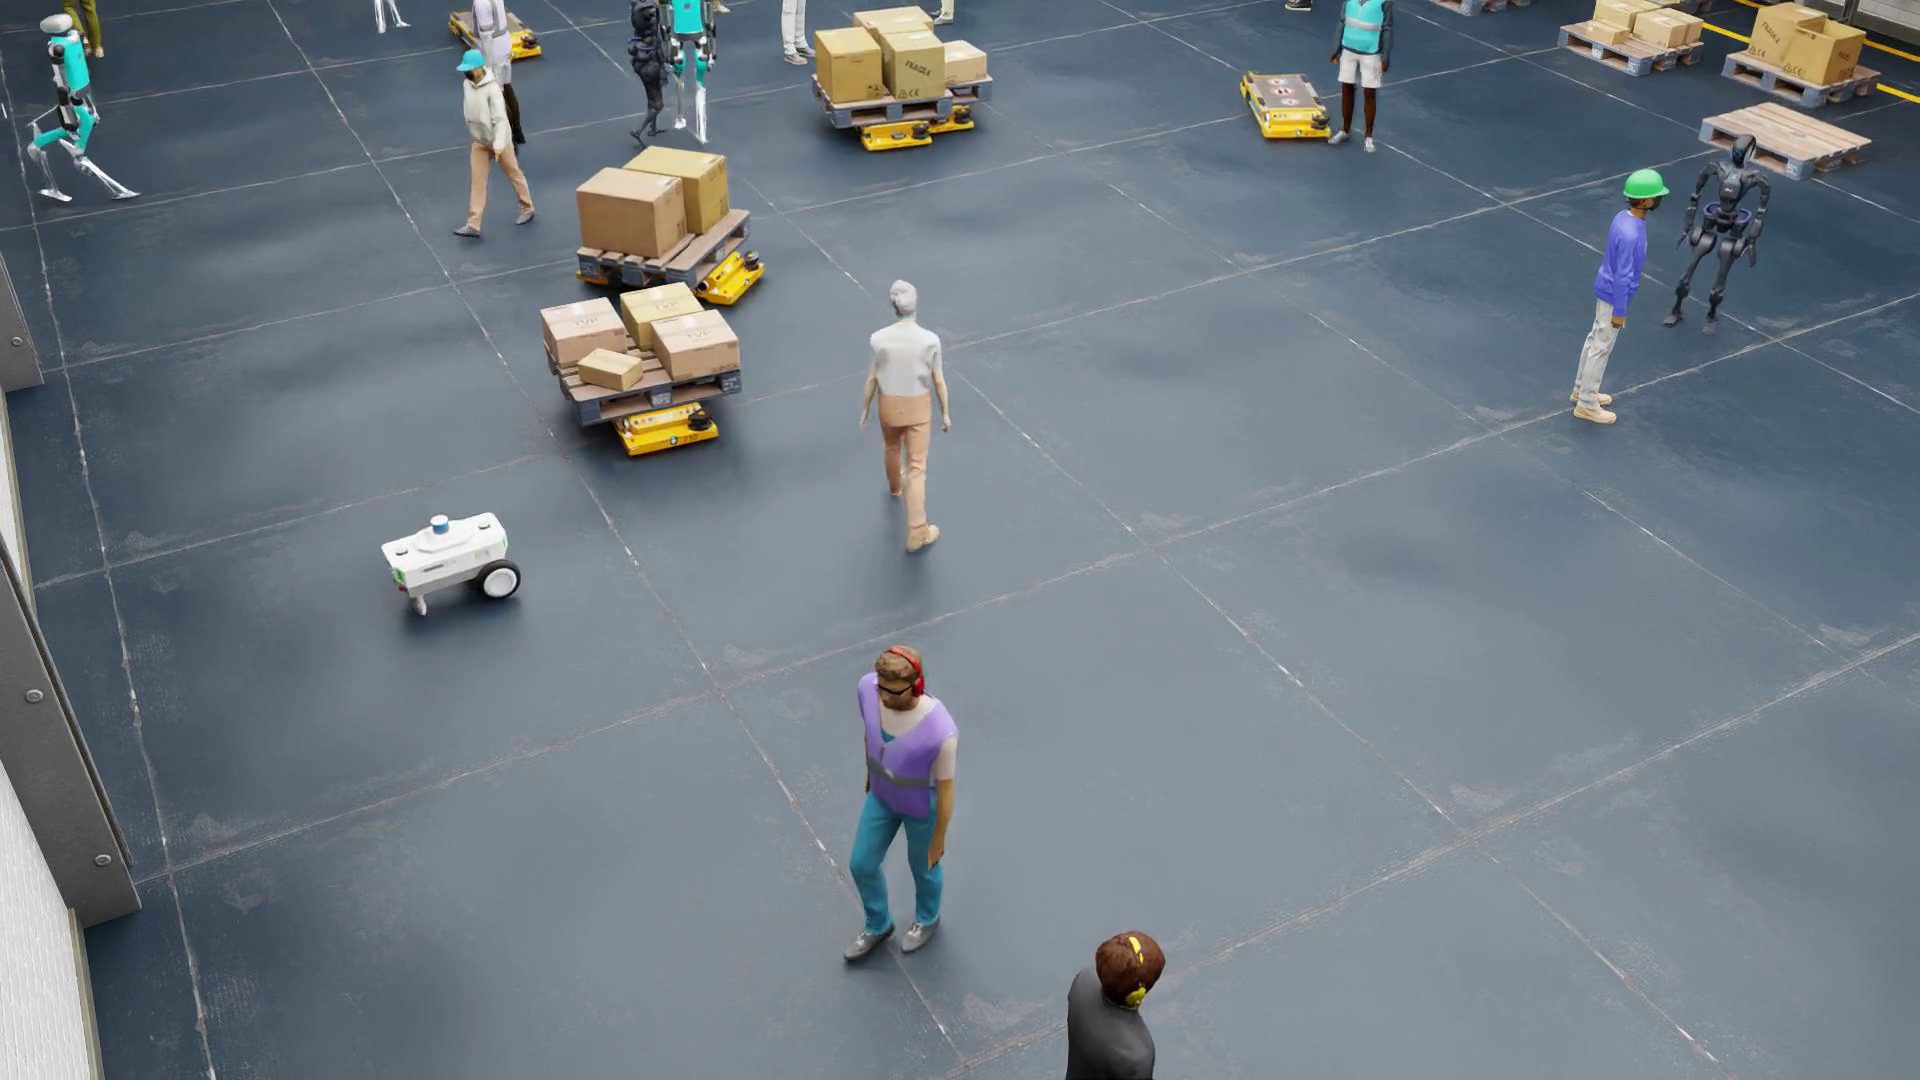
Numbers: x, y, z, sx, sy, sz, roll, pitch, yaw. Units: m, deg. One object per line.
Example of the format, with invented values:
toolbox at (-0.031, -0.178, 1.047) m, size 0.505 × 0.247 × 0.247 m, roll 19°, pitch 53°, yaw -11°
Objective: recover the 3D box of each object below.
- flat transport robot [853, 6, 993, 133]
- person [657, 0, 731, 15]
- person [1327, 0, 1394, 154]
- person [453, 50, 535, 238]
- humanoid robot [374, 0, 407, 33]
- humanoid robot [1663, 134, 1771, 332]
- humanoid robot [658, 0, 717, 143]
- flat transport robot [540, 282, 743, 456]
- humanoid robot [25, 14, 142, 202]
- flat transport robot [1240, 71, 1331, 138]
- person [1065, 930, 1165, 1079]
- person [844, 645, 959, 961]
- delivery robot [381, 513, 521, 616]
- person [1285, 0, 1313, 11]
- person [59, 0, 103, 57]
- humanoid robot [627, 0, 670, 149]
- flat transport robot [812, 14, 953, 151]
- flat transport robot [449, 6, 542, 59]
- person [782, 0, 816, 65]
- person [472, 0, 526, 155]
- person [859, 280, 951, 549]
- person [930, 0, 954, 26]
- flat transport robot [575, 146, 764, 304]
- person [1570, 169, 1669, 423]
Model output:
flat transport robot at (-0.401, -4.539, 17.196) m, size 0.659 × 0.231 × 1.431 m, roll -11°, pitch 37°, yaw -16°
person at (-3.224, -7.009, 19.514) m, size 0.881 × 1.648 × 0.528 m, roll 12°, pitch 37°, yaw 16°
person at (3.909, -4.719, 16.015) m, size 0.646 × 1.923 × 0.444 m, roll 26°, pitch 42°, yaw 32°
person at (-4.101, -3.428, 14.420) m, size 0.494 × 1.630 × 0.861 m, roll 17°, pitch 38°, yaw 22°
humanoid robot at (-6.607, -6.744, 19.061) m, size 0.591 × 1.767 × 0.717 m, roll -26°, pitch 43°, yaw -32°
humanoid robot at (5.909, -2.385, 12.908) m, size 0.612 × 1.642 × 0.412 m, roll 21°, pitch 40°, yaw 27°
humanoid robot at (-2.676, -4.843, 16.367) m, size 0.530 × 1.775 × 0.842 m, roll -8°, pitch 36°, yaw -11°
flat transport robot at (-2.322, -1.098, 12.283) m, size 0.659 × 0.231 × 1.431 m, roll -15°, pitch 38°, yaw -20°
humanoid robot at (-8.123, -3.812, 14.927) m, size 1.025 × 1.779 × 0.528 m, roll 0°, pitch 35°, yaw -1°
flat transport robot at (3.336, -4.487, 17.122) m, size 0.659 × 0.231 × 1.431 m, roll -1°, pitch 35°, yaw -2°
person at (0.560, 2.156, 6.249) m, size 0.358 × 1.868 × 0.484 m, roll -11°, pitch 36°, yaw -15°
person at (-0.312, 1.251, 7.574) m, size 0.586 × 1.822 × 0.670 m, roll 25°, pitch 42°, yaw 31°
delivery robot at (-3.147, 0.113, 10.306) m, size 0.767 × 0.596 × 0.500 m, roll -20°, pitch 40°, yaw -26°
person at (4.136, -7.273, 19.633) m, size 0.370 × 1.960 × 0.603 m, roll 11°, pitch 36°, yaw 15°
person at (-9.688, -6.149, 18.139) m, size 0.537 × 1.821 × 0.526 m, roll -18°, pitch 39°, yaw -24°
humanoid robot at (-3.103, -4.663, 16.168) m, size 0.498 × 1.658 × 0.584 m, roll -22°, pitch 41°, yaw -28°
flat transport robot at (-0.794, -4.307, 16.866) m, size 0.659 × 0.231 × 1.431 m, roll -10°, pitch 36°, yaw -14°
flat transport robot at (-5.317, -5.769, 18.953) m, size 0.659 × 0.231 × 1.431 m, roll -18°, pitch 39°, yaw -24°
person at (-1.794, -6.157, 18.101) m, size 0.356 × 1.882 × 0.573 m, roll 14°, pitch 37°, yaw 19°
person at (-4.492, -4.661, 15.929) m, size 0.381 × 1.929 × 0.541 m, roll 0°, pitch 35°, yaw 0°
person at (-0.343, -0.855, 10.701) m, size 0.589 × 1.681 × 0.915 m, roll 4°, pitch 35°, yaw 5°
person at (-0.183, -6.885, 19.178) m, size 0.389 × 1.838 × 0.562 m, roll 3°, pitch 35°, yaw 4°
flat transport robot at (-2.439, -2.294, 13.991) m, size 1.431 × 0.231 × 0.659 m, roll 11°, pitch 37°, yaw 15°
person at (4.666, -1.731, 11.791) m, size 0.341 × 1.875 × 0.459 m, roll 8°, pitch 36°, yaw 11°
